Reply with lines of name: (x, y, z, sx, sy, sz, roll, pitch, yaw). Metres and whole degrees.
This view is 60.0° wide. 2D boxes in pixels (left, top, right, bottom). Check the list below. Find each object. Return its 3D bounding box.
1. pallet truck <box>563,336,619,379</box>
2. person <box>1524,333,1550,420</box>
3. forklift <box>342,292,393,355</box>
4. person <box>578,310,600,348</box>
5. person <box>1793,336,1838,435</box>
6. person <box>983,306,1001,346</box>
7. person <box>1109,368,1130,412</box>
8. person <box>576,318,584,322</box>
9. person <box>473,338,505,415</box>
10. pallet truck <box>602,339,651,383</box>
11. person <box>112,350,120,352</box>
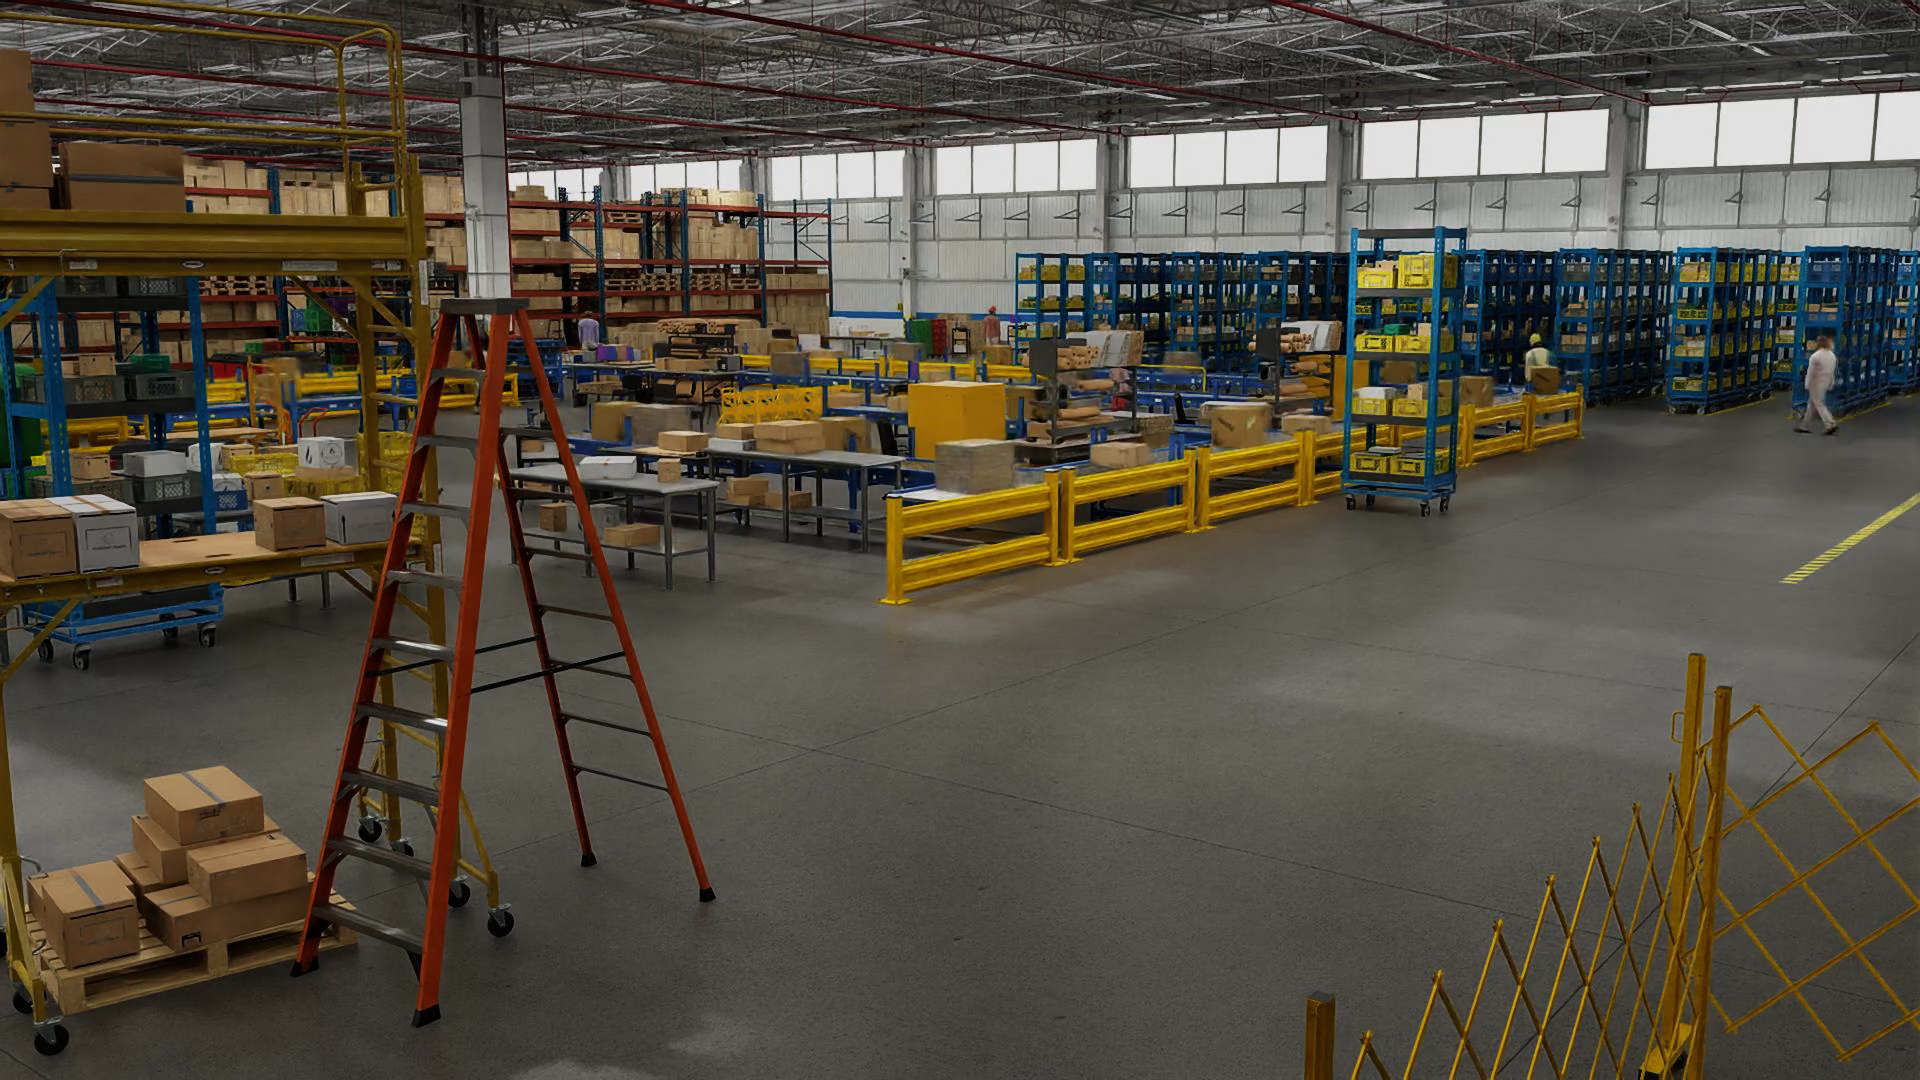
pallet truck: (-10.690, -5.294, 48.215, 1.601, 1.201, 0.680, -5, 10, -26)
person: (11.843, -3.328, 34.111, 0.602, 1.814, 0.560, -3, 10, -17)
forklift: (-16.485, -5.622, 45.120, 1.129, 2.768, 1.873, 7, 11, 37)
person: (-11.293, -6.032, 50.661, 0.623, 1.932, 0.372, -1, 9, -7)
person: (16.240, -2.918, 31.398, 0.651, 1.870, 0.936, -5, 10, -29)
person: (1.054, -6.633, 54.184, 0.612, 1.995, 0.378, 5, 10, 28)
person: (2.914, -2.681, 30.224, 0.305, 1.771, 0.525, -6, 11, -32)
person: (-14.423, -8.106, 63.899, 0.618, 1.836, 0.431, -1, 9, -9)
person: (-10.200, -3.526, 35.842, 0.533, 1.658, 0.855, 4, 10, 21)
pallet truck: (-8.991, -4.871, 45.351, 0.653, 1.274, 1.630, 7, 11, 37)
person: (-31.867, -7.939, 62.562, 0.570, 1.920, 0.530, 5, 10, 26)
